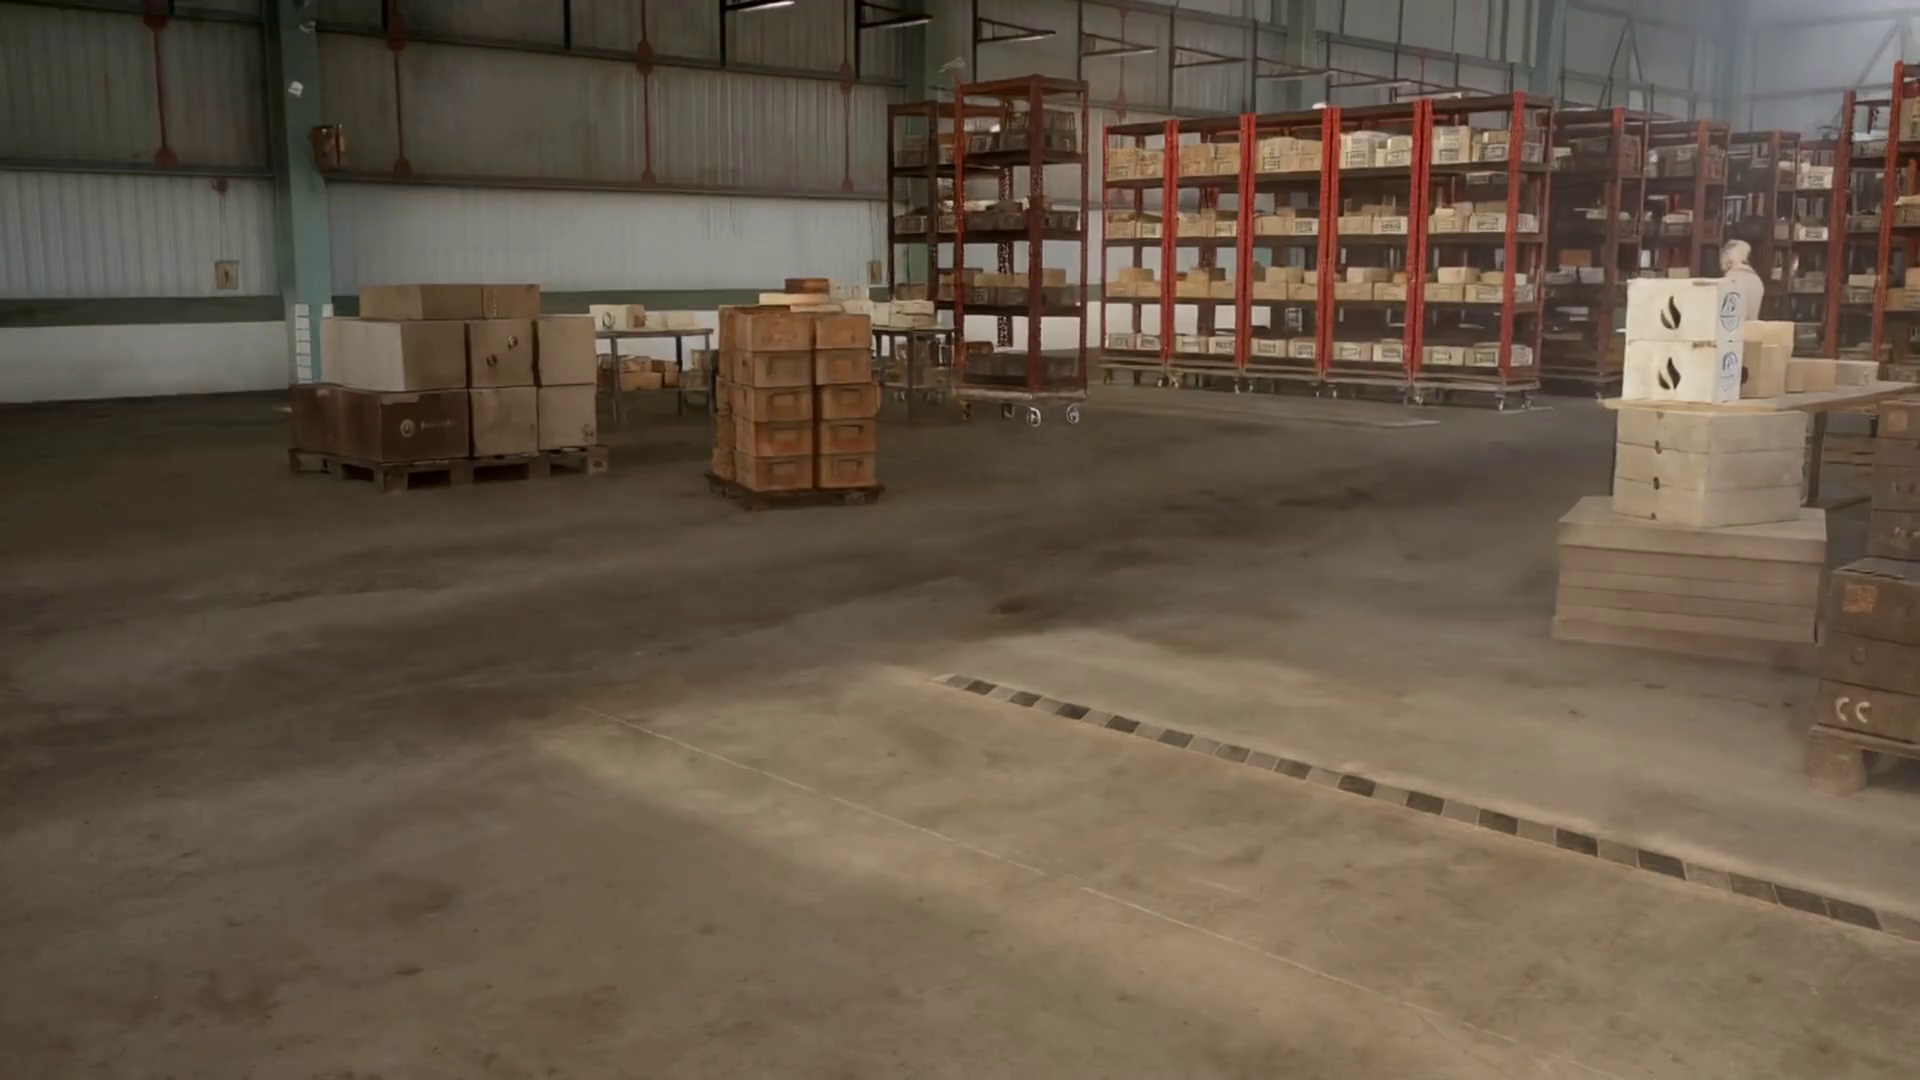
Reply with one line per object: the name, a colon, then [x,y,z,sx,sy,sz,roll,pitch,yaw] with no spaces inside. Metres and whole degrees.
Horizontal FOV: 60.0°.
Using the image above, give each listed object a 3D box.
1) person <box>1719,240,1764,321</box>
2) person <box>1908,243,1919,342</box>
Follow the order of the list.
person: [6.889,-1.726,14.914,0.645,1.907,0.400,-7,12,-37]
person: [12.421,-2.844,21.467,0.635,1.966,0.641,5,11,27]
